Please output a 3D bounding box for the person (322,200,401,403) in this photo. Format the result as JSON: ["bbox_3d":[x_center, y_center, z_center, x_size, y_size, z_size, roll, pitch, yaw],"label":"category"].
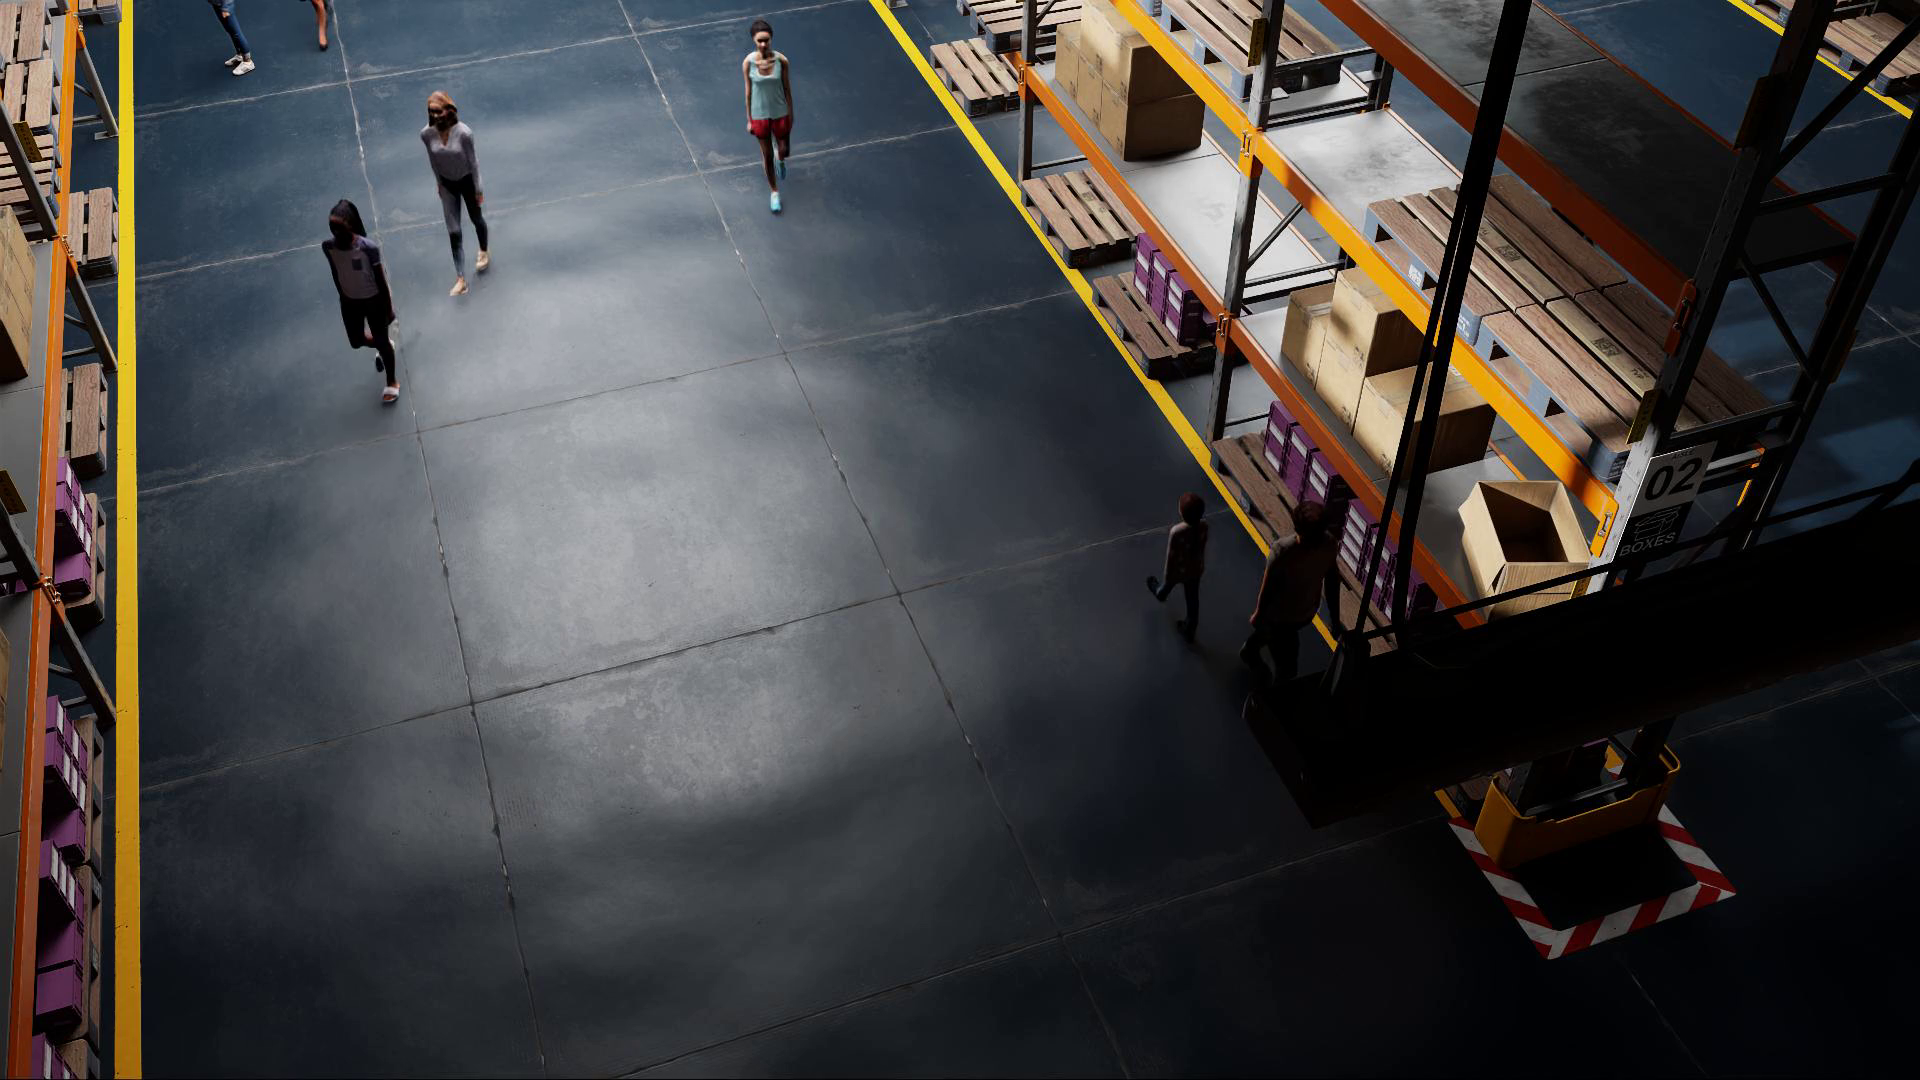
[{"bbox_3d":[-4.597,-1.901,12.977,0.769,1.711,0.857,4,44,4],"label":"person"}]

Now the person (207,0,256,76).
[{"bbox_3d":[-7.497,-5.481,16.905,0.661,1.477,0.505,-24,49,-23],"label":"person"}]

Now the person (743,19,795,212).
[{"bbox_3d":[-1.733,-3.865,15.008,0.686,1.754,0.898,-6,44,-6],"label":"person"}]

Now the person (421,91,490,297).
[{"bbox_3d":[-4.212,-3.032,14.130,0.908,1.759,1.170,3,44,3],"label":"person"}]

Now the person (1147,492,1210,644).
[{"bbox_3d":[1.534,0.208,11.159,0.502,1.165,0.798,-15,46,-15],"label":"person"}]

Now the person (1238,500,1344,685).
[{"bbox_3d":[2.032,0.390,10.482,0.728,1.835,1.255,-19,47,-19],"label":"person"}]
